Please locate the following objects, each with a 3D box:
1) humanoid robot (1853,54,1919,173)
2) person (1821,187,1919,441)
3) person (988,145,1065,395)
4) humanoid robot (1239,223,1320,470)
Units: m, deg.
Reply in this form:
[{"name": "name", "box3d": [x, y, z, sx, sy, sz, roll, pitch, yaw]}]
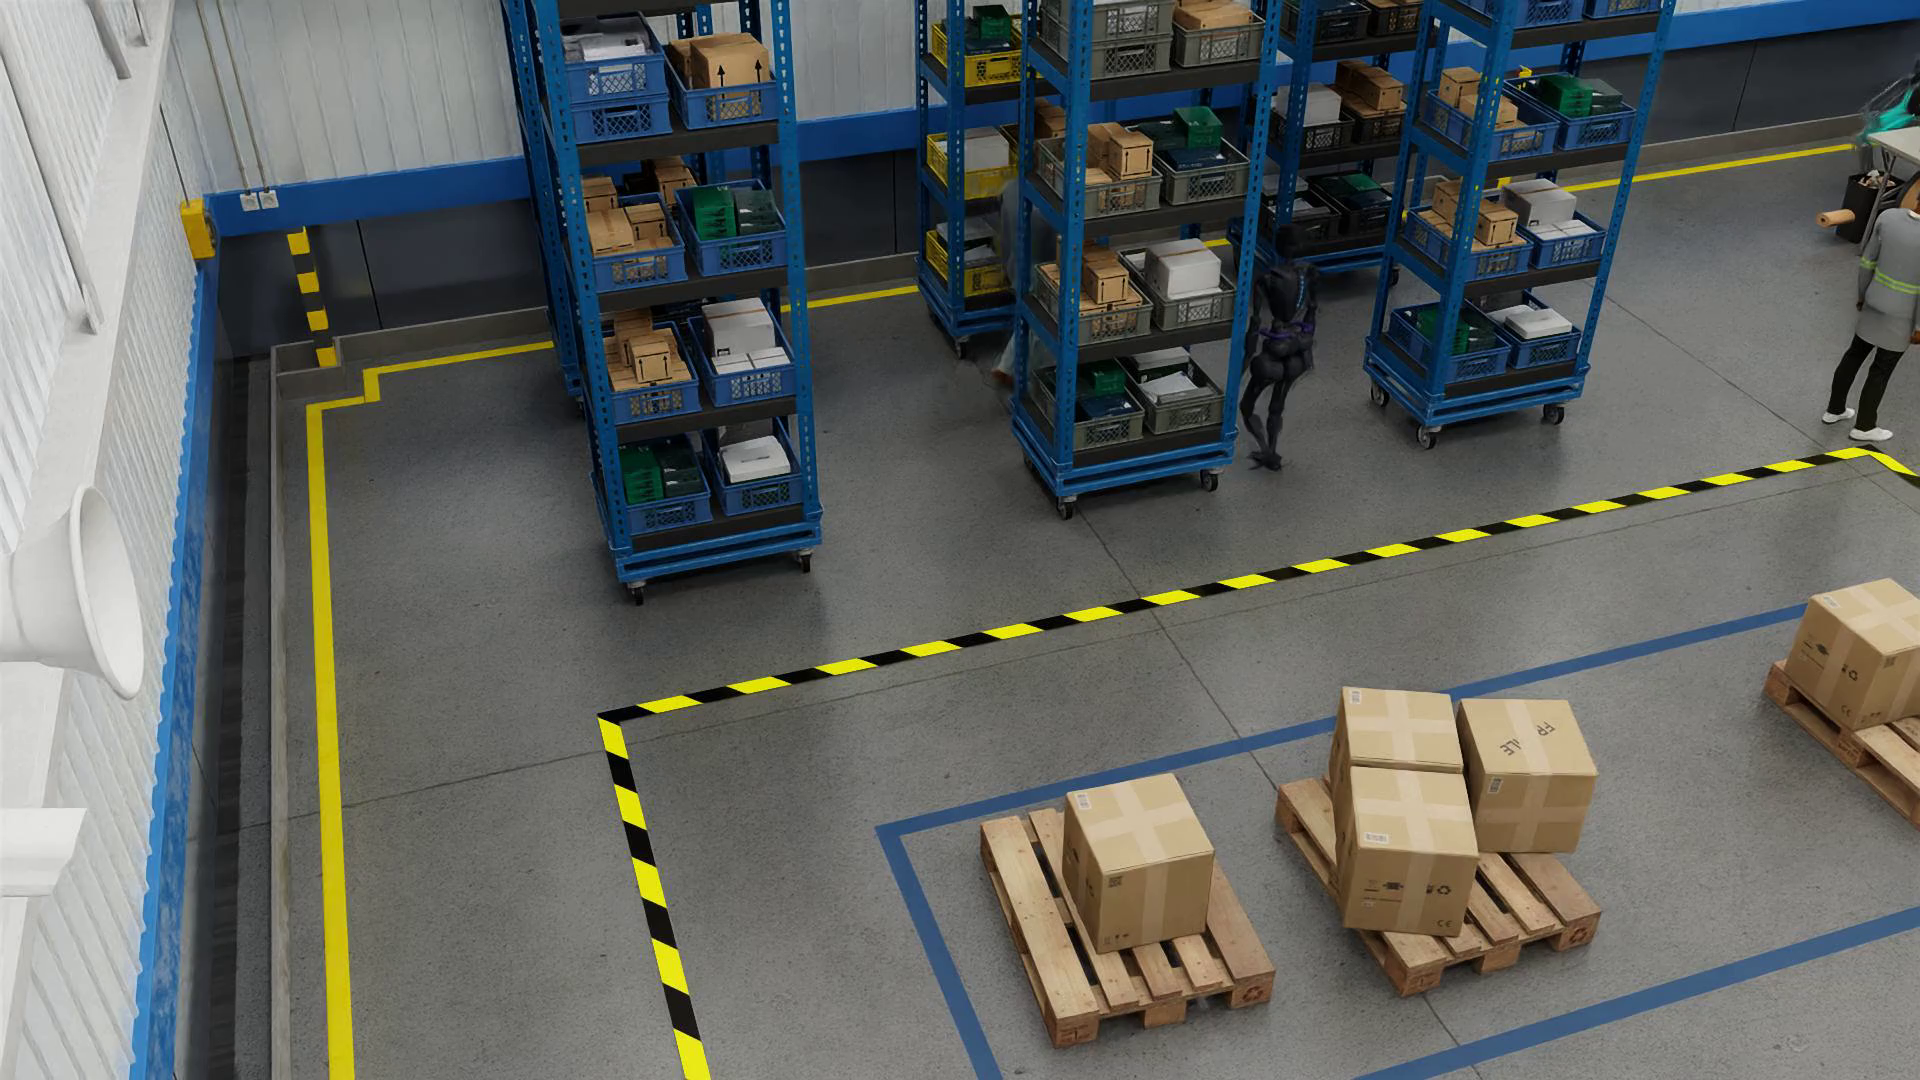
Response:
[{"name": "humanoid robot", "box3d": [7.968, -3.731, 14.130, 0.740, 1.851, 0.530, 12, 37, 16]}, {"name": "person", "box3d": [6.098, -1.518, 10.839, 0.398, 1.848, 0.587, -12, 37, -16]}, {"name": "person", "box3d": [0.525, -1.740, 11.096, 0.450, 1.920, 0.640, -19, 40, -25]}, {"name": "humanoid robot", "box3d": [2.036, -1.184, 10.517, 0.615, 1.632, 0.446, -20, 40, -26]}]
